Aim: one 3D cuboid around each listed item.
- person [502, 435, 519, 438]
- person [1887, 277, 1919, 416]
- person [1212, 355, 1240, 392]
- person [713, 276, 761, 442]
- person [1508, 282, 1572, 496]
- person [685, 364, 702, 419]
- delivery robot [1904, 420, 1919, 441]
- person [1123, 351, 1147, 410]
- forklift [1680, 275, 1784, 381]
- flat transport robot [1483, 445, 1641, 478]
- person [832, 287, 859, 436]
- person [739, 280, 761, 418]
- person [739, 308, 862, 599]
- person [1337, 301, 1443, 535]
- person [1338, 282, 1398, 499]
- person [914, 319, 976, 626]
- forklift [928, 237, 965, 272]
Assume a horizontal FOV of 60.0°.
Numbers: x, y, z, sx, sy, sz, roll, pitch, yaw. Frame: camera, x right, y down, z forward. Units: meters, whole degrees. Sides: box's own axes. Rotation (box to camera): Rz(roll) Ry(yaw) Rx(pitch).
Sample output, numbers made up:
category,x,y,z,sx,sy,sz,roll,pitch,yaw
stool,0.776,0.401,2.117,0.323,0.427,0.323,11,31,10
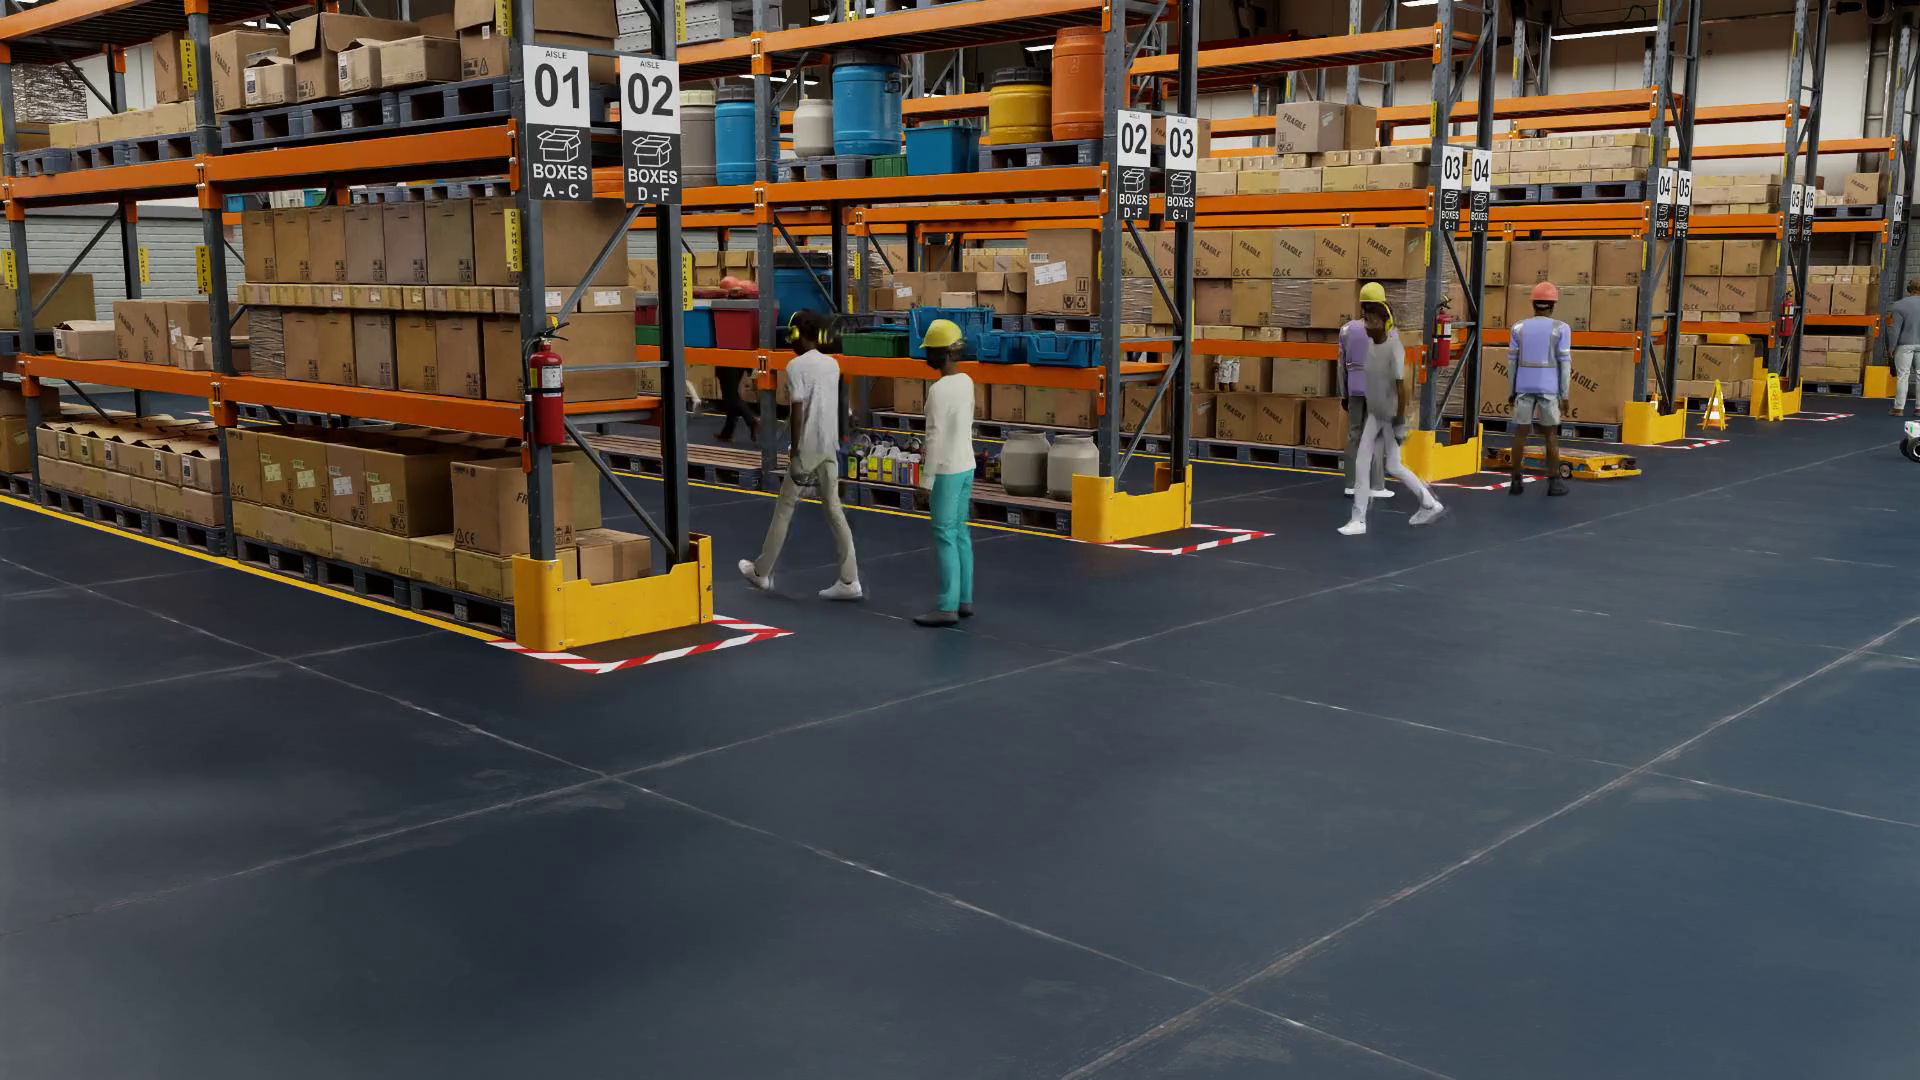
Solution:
category,x,y,z,sx,sy,sz,roll,pitch,yaw
person,-3.402,-0.836,12.779,0.363,1.625,0.518,9,13,44
person,13.313,-2.701,23.255,0.627,1.940,0.372,2,9,10
person,3.306,-2.283,20.697,0.357,1.938,0.542,7,11,36
person,-2.629,-2.121,19.609,0.823,1.972,0.622,7,11,35
person,5.310,-1.377,15.195,0.597,1.922,0.434,6,11,33
person,-3.729,-2.478,22.191,0.513,1.850,0.575,-8,12,-39
delivery robot,10.557,-1.156,17.846,0.707,0.478,0.477,4,10,21
person,2.139,-2.205,21.041,0.737,1.674,0.538,8,12,39
forklift,12.480,-3.427,27.053,1.214,2.155,2.313,9,13,43
flat transport robot,6.078,-0.800,16.831,0.652,0.197,1.431,-5,11,-30
person,-1.528,-2.116,19.692,0.535,1.929,0.646,7,11,36
person,-2.680,-2.438,21.746,0.510,1.903,0.576,7,12,38
person,-0.964,-0.549,10.493,0.979,1.798,0.542,7,12,38
person,3.369,-0.957,12.968,0.860,1.823,0.567,-4,10,-23
person,3.669,-1.338,14.923,0.587,1.930,0.361,8,12,41
person,-0.077,-0.392,9.632,0.316,1.766,0.536,4,10,22
forklift,-0.326,-5.817,39.609,1.129,2.768,1.873,9,13,43
